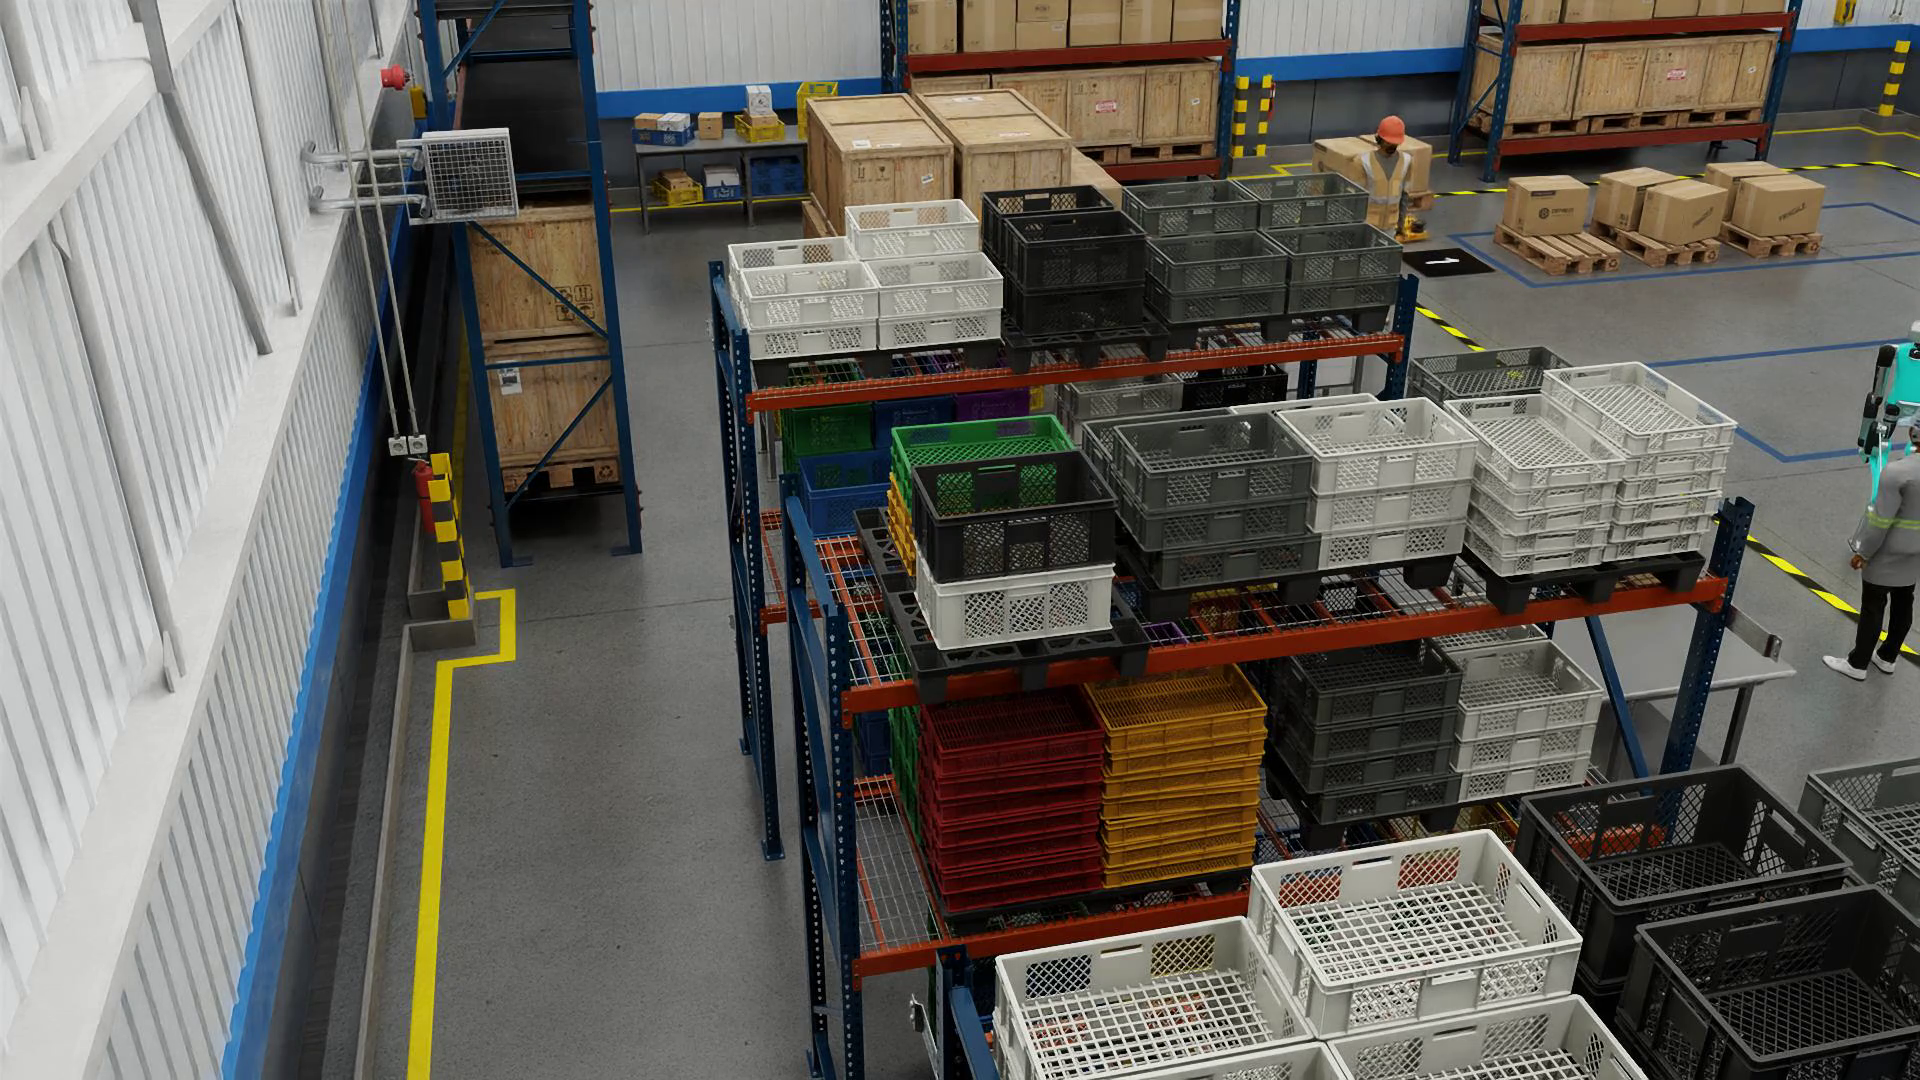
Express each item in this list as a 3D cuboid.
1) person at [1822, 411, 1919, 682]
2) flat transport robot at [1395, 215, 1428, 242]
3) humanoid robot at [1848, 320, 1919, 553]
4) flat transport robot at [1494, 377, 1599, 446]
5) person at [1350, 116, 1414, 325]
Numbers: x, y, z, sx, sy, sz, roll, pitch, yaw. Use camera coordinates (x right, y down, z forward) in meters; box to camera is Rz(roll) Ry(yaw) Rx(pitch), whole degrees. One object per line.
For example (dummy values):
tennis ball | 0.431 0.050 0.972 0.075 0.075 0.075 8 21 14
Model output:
person | 5.806 0.019 10.314 0.589 1.852 0.379 -8 29 -15
flat transport robot | 4.683 -3.712 19.060 0.652 0.197 1.431 -10 29 -18
humanoid robot | 6.519 -0.636 11.535 0.533 1.677 0.735 13 30 23
flat transport robot | 4.780 -1.036 14.013 0.659 0.231 1.431 -6 28 -12
person | 4.011 -3.046 15.931 0.605 2.039 0.376 -5 28 -10
